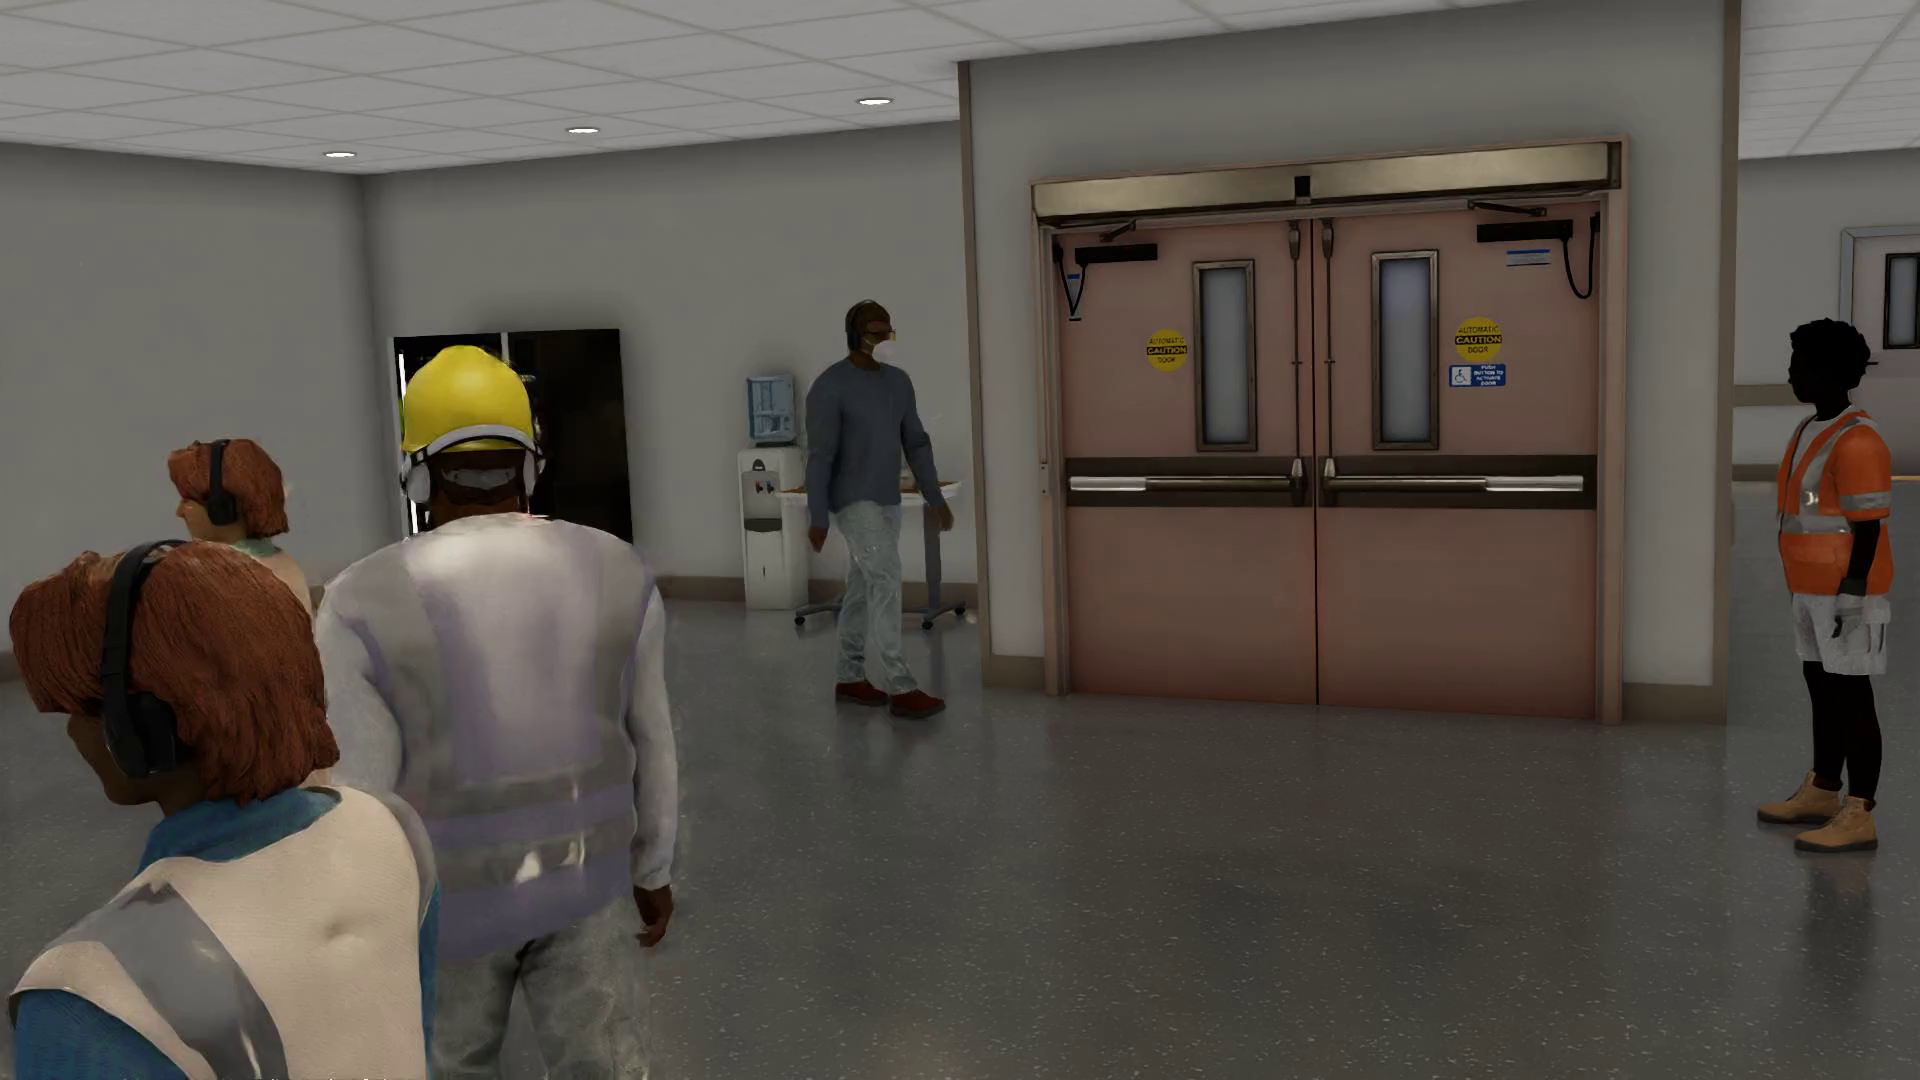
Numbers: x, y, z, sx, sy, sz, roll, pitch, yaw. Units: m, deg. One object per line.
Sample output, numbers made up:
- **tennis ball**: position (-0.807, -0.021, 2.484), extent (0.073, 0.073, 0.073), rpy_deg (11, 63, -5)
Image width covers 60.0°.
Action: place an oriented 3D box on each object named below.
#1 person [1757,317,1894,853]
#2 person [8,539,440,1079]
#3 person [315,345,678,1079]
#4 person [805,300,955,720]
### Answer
- **person**: position (2.787, 0.147, 5.321), extent (0.322, 1.690, 0.536), rpy_deg (-1, 7, 8)
- **person**: position (-0.600, 0.805, 1.518), extent (0.316, 1.634, 0.545), rpy_deg (-1, 8, 11)
- **person**: position (-0.707, 0.574, 2.753), extent (0.605, 1.798, 0.893), rpy_deg (-7, 9, -33)
- **person**: position (-0.326, -0.140, 7.649), extent (0.872, 1.902, 0.650), rpy_deg (3, 9, 34)
